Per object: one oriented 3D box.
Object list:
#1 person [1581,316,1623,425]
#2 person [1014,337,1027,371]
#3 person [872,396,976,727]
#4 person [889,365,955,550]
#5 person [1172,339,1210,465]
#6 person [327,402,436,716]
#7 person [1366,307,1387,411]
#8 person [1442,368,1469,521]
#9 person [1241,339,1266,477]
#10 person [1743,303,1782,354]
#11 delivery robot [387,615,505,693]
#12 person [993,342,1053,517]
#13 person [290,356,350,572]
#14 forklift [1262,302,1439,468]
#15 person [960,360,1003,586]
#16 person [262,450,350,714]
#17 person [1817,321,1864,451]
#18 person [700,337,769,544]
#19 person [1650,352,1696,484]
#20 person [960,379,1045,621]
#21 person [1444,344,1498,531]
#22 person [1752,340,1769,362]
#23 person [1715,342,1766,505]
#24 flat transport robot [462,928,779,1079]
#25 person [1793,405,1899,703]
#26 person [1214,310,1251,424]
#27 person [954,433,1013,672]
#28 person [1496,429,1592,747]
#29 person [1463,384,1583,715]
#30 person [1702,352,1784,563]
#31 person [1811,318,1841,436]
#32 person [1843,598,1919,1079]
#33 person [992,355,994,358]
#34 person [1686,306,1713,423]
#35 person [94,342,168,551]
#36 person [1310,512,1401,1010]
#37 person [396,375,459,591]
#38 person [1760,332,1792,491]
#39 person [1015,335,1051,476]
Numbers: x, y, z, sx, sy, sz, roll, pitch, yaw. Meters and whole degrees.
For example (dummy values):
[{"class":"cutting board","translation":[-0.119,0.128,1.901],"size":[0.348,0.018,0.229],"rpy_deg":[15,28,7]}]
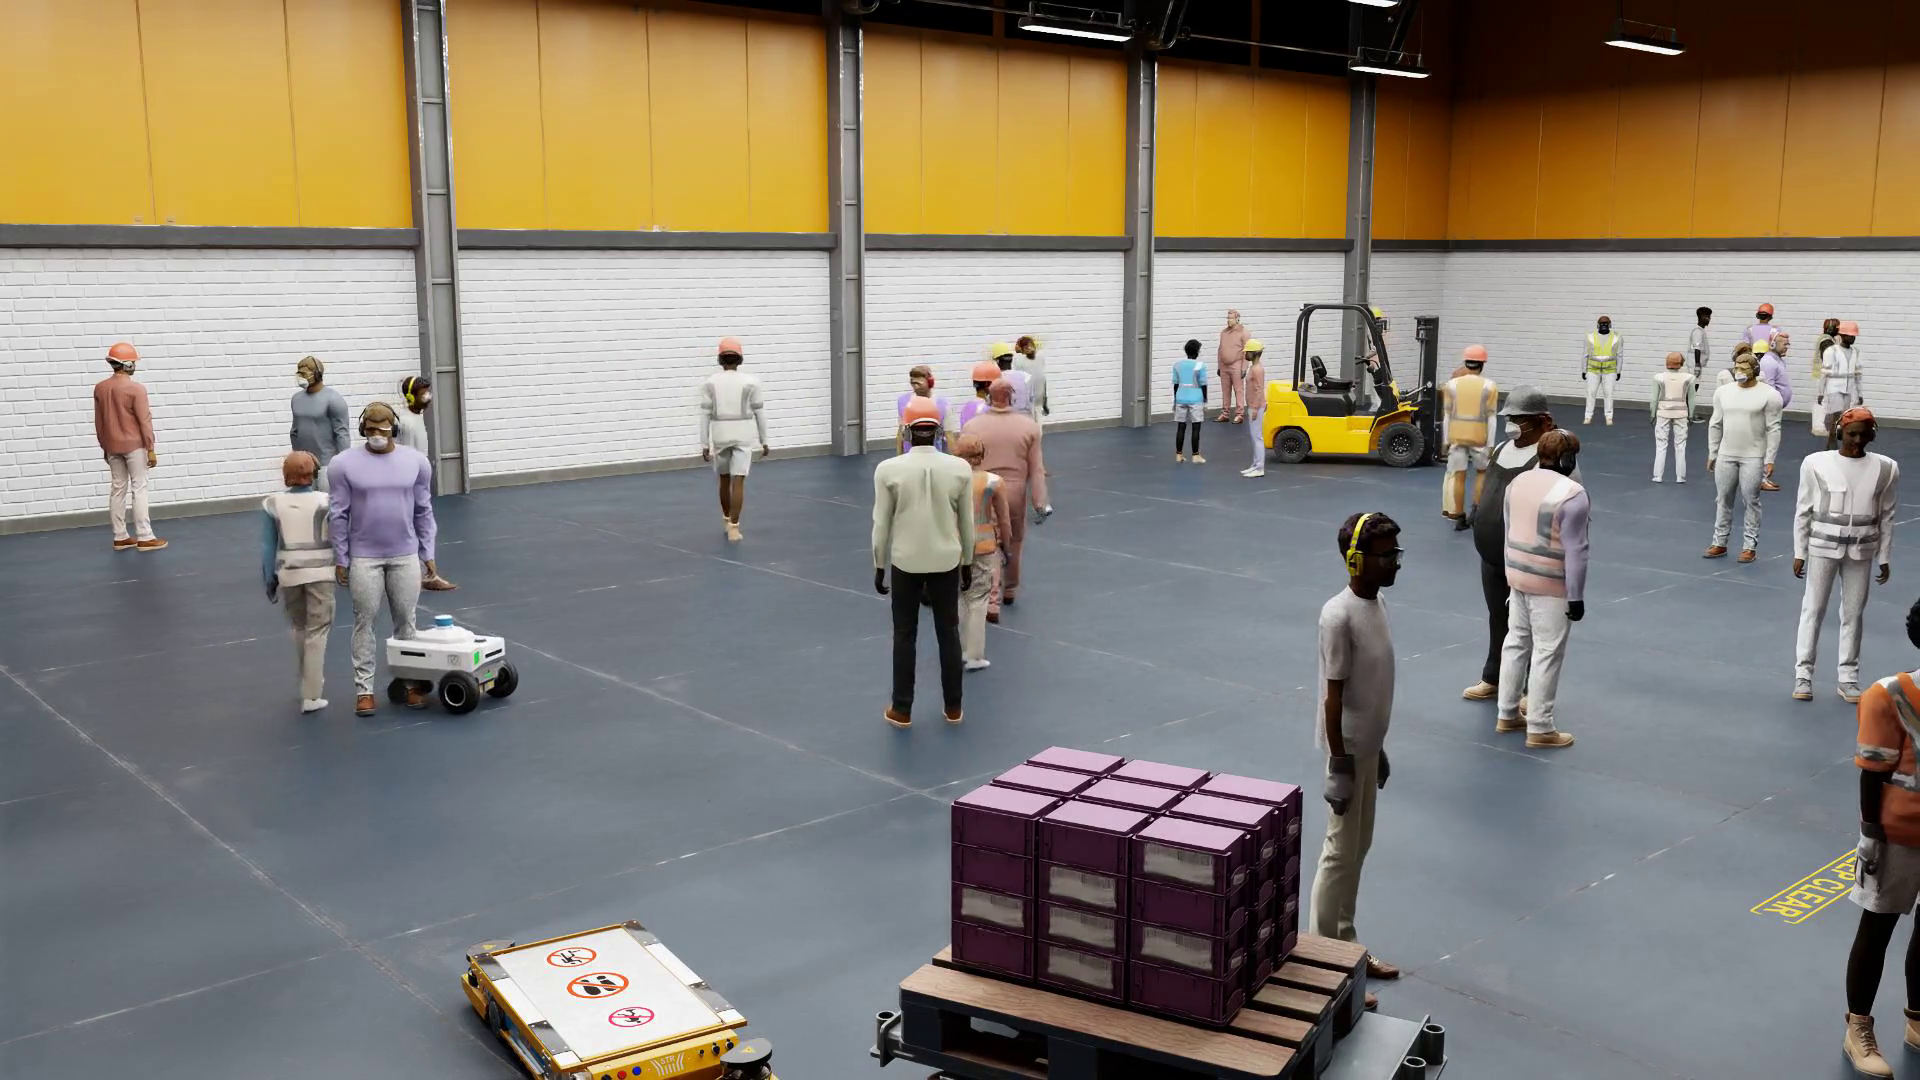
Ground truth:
[{"class":"person","translation":[10.711,-2.826,27.780],"size":[0.642,1.831,0.431],"rpy_deg":[4,10,21]},{"class":"person","translation":[0.951,-2.179,24.533],"size":[0.268,1.632,0.507],"rpy_deg":[8,13,41]},{"class":"person","translation":[-0.224,0.129,10.033],"size":[0.635,1.981,0.428],"rpy_deg":[-2,10,-14]},{"class":"person","translation":[-0.348,-0.723,15.481],"size":[0.760,1.823,0.491],"rpy_deg":[6,11,31]},{"class":"person","translation":[3.122,-1.870,22.563],"size":[0.578,1.693,0.318],"rpy_deg":[8,12,39]},{"class":"person","translation":[-3.552,0.108,10.271],"size":[0.627,1.934,0.370],"rpy_deg":[-5,11,-29]},{"class":"person","translation":[7.231,-3.094,29.041],"size":[0.386,1.922,0.594],"rpy_deg":[-1,10,-4]},{"class":"person","translation":[5.331,-1.022,17.762],"size":[0.285,1.633,0.498],"rpy_deg":[1,10,3]},{"class":"person","translation":[3.743,-1.684,21.250],"size":[0.326,1.767,0.533],"rpy_deg":[1,10,5]},{"class":"person","translation":[13.223,-2.882,27.451],"size":[0.604,2.044,0.375],"rpy_deg":[7,12,35]},{"class":"delivery robot","translation":[-3.234,0.717,10.458],"size":[0.707,0.478,0.477],"rpy_deg":[3,10,18]},{"class":"person","translation":[0.590,-1.155,17.806],"size":[0.807,1.891,0.577],"rpy_deg":[-4,10,-21]},{"class":"person","translation":[-5.672,-0.657,14.726],"size":[0.638,1.938,0.356],"rpy_deg":[5,11,26]},{"class":"forklift","translation":[5.320,-2.157,22.763],"size":[2.313,2.155,1.214],"rpy_deg":[3,10,16]},{"class":"person","translation":[0.214,-0.572,14.240],"size":[0.372,1.935,0.551],"rpy_deg":[-4,10,-22]},{"class":"person","translation":[-4.031,0.239,10.437],"size":[0.526,1.609,0.743],"rpy_deg":[1,10,3]},{"class":"person","translation":[12.152,-2.029,22.819],"size":[0.580,1.915,0.681],"rpy_deg":[-2,10,-11]},{"class":"person","translation":[-2.226,-1.000,16.522],"size":[0.639,2.001,0.936],"rpy_deg":[1,10,3]},{"class":"person","translation":[8.818,-1.510,20.608],"size":[0.515,1.636,0.315],"rpy_deg":[4,10,20]},{"class":"person","translation":[0.305,-0.335,13.093],"size":[0.689,1.852,0.995],"rpy_deg":[-1,10,-3]},{"class":"person","translation":[5.232,-1.044,17.069],"size":[0.542,1.922,0.422],"rpy_deg":[5,11,27]},{"class":"person","translation":[10.068,-1.645,21.018],"size":[0.531,1.767,0.328],"rpy_deg":[5,11,25]},{"class":"person","translation":[8.817,-1.313,18.841],"size":[0.505,1.847,0.347],"rpy_deg":[4,10,22]},{"class":"flat transport robot","translation":[-1.237,1.689,5.871],"size":[0.652,0.197,1.431],"rpy_deg":[-6,11,-32]},{"class":"person","translation":[5.576,0.090,10.513],"size":[0.573,1.887,0.356],"rpy_deg":[3,10,15]},{"class":"person","translation":[4.584,-2.915,28.045],"size":[0.407,1.908,0.641],"rpy_deg":[-9,13,-42]},{"class":"person","translation":[0.082,0.078,11.345],"size":[0.552,1.626,0.445],"rpy_deg":[1,10,8]},{"class":"person","translation":[3.391,0.270,9.650],"size":[0.431,1.833,0.643],"rpy_deg":[-3,10,-16]},{"class":"person","translation":[3.438,0.049,10.298],"size":[0.539,2.000,0.688],"rpy_deg":[-4,11,-24]},{"class":"person","translation":[7.216,-0.762,15.346],"size":[0.362,1.938,0.631],"rpy_deg":[-8,13,-40]},{"class":"person","translation":[13.643,-2.564,26.177],"size":[0.430,1.845,0.622],"rpy_deg":[4,11,23]},{"class":"person","translation":[3.299,1.006,5.693],"size":[0.535,1.700,0.318],"rpy_deg":[-2,10,-10]},{"class":"person","translation":[0.542,-1.962,23.404],"size":[0.866,1.591,0.510],"rpy_deg":[-5,11,-25]},{"class":"person","translation":[12.535,-2.983,28.274],"size":[0.370,1.963,0.608],"rpy_deg":[4,10,21]},{"class":"person","translation":[-7.955,-0.888,15.918],"size":[0.623,1.993,0.384],"rpy_deg":[3,10,18]},{"class":"person","translation":[1.519,0.820,6.314],"size":[0.316,1.860,0.531],"rpy_deg":[6,11,30]},{"class":"person","translation":[-4.613,-0.455,13.835],"size":[0.701,1.840,0.550],"rpy_deg":[-3,10,-19]},{"class":"person","translation":[9.805,-1.553,20.080],"size":[0.399,1.905,0.642],"rpy_deg":[5,11,29]},{"class":"person","translation":[0.884,-1.696,21.164],"size":[0.361,1.830,0.658],"rpy_deg":[9,13,41]}]
